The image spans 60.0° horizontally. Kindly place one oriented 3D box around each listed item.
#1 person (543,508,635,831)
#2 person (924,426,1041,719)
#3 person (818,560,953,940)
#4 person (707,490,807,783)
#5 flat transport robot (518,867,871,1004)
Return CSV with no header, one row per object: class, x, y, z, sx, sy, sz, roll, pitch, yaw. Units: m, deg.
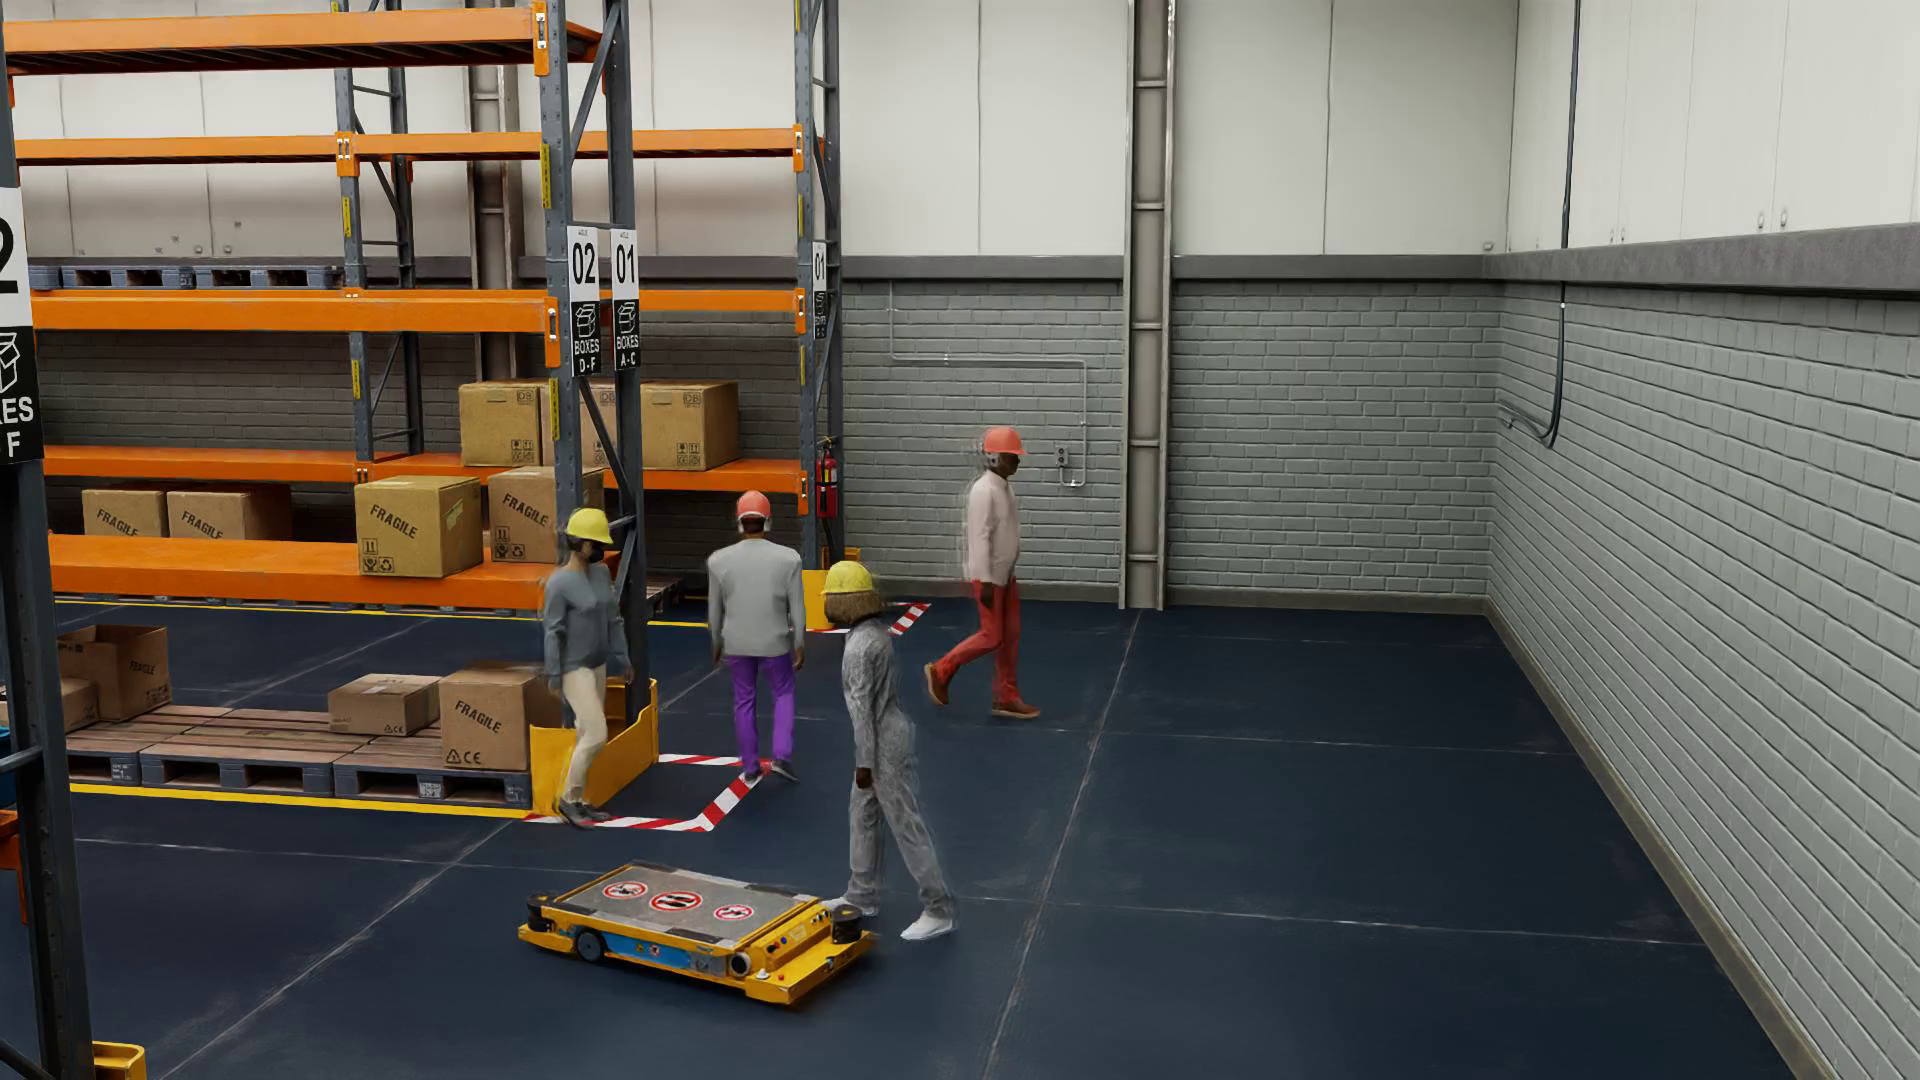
person,-1.997,0.693,8.930,0.428,1.740,0.520,3,10,18
person,0.172,0.220,11.125,0.707,1.977,0.632,4,10,21
person,-0.328,0.939,7.562,0.646,1.693,0.495,1,9,4
person,-1.173,0.572,9.659,0.577,1.736,0.417,0,9,-2
flat transport robot,-1.171,1.686,7.296,1.431,0.197,0.652,5,10,27
